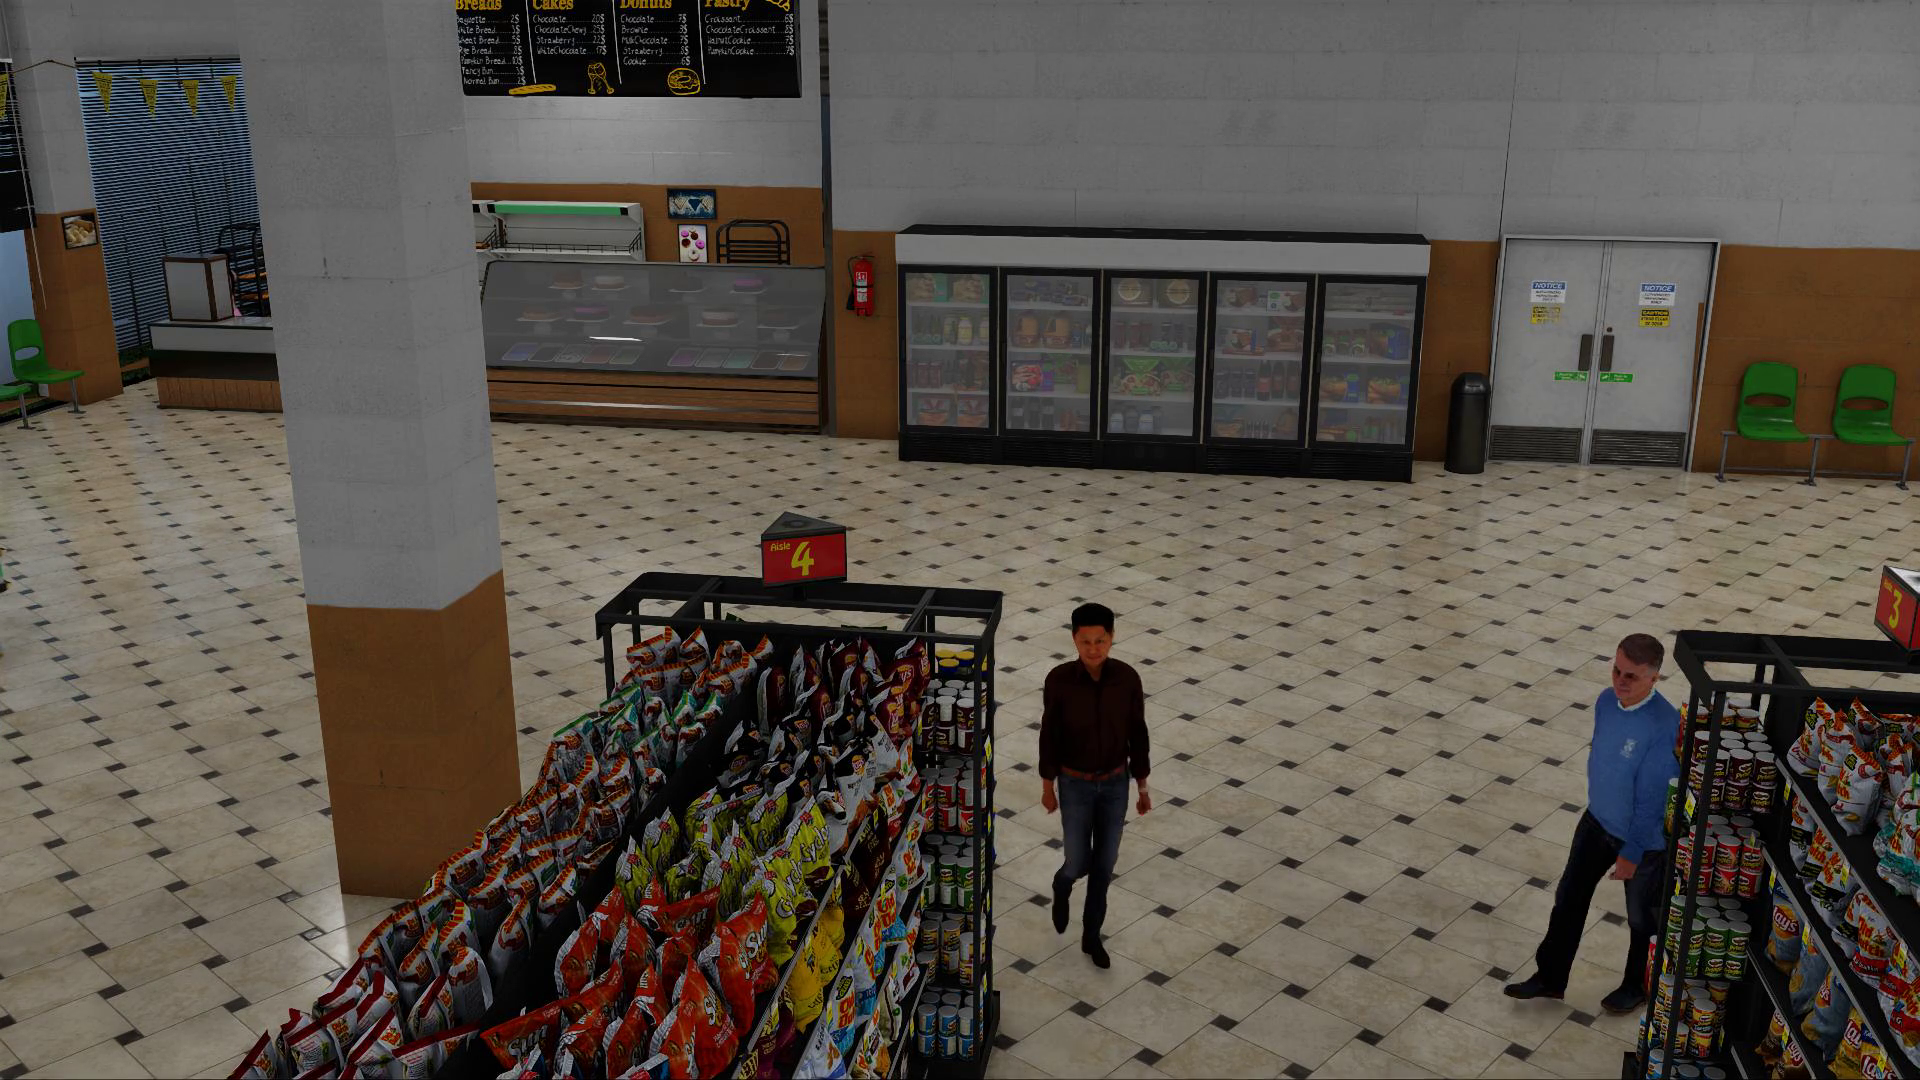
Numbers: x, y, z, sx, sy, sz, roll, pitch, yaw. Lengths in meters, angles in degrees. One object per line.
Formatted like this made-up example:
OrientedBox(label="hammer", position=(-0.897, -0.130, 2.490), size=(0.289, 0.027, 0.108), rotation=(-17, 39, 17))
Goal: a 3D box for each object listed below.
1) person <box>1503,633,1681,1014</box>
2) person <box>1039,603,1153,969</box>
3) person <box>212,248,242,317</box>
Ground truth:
OrientedBox(label="person", position=(2.969, 1.234, 7.226), size=(0.988, 1.784, 0.971), rotation=(-8, 18, -23))
OrientedBox(label="person", position=(0.586, 1.099, 7.701), size=(0.798, 1.766, 0.853), rotation=(-4, 17, -14))
OrientedBox(label="person", position=(-8.868, -2.675, 20.172), size=(0.664, 1.741, 0.500), rotation=(0, 17, 0))
